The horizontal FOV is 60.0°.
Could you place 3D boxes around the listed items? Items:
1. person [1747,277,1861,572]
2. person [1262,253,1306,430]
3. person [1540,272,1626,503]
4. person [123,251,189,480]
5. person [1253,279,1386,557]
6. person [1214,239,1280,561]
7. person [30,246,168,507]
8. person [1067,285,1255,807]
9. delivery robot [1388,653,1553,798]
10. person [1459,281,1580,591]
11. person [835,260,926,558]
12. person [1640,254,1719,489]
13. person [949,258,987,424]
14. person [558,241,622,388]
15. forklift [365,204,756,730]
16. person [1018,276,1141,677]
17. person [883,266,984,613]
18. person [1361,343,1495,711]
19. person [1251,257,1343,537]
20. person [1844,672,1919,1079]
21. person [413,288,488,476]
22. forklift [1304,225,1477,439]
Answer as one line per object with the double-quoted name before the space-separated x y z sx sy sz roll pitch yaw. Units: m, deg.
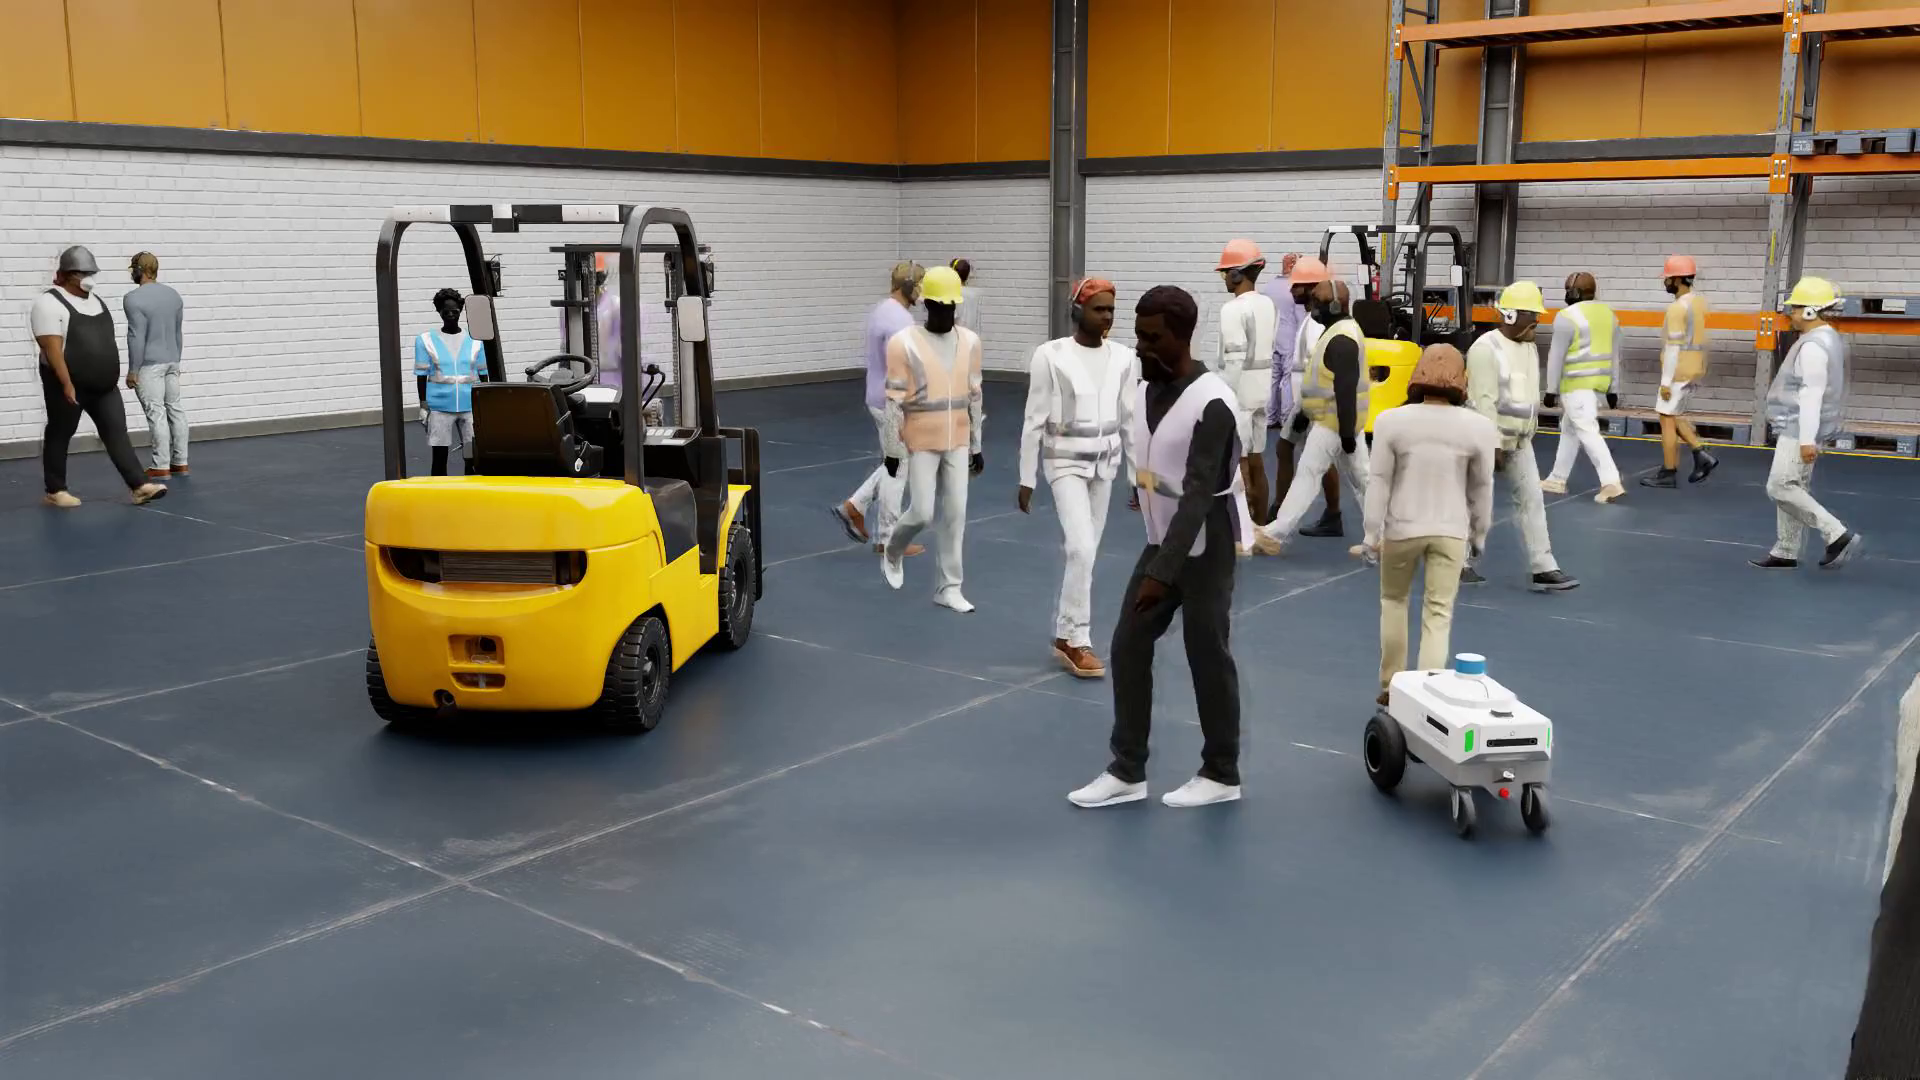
"person" 5.161 -0.676 10.070 0.536 1.817 0.598 7 13 35
"person" 3.513 -2.109 17.786 0.404 1.900 0.645 -6 12 -31
"person" 4.944 -1.203 13.077 0.624 1.801 0.950 -7 12 -32
"person" -6.862 -1.478 14.169 0.372 1.940 0.627 2 10 12
"person" 2.356 -0.760 10.641 1.000 1.785 0.627 3 11 18
"person" 1.782 -0.889 10.626 0.392 2.039 0.615 7 12 34
"person" -6.607 -1.244 12.593 1.025 2.000 0.689 4 11 20
"person" 0.714 0.060 5.819 0.768 1.880 0.595 -5 11 -26
"delivery robot" 1.815 0.651 5.952 0.477 0.478 0.707 -1 10 -8
"person" 3.200 -0.575 9.562 0.606 1.787 0.892 -7 12 -34
"person" -0.476 -0.834 10.685 0.555 1.908 0.707 -2 10 -9
"person" 5.880 -1.359 13.548 0.487 1.924 0.580 9 14 41
"person" 0.070 -1.935 16.959 0.491 1.856 0.521 9 13 39
"person" -2.347 -0.885 10.652 0.637 2.023 0.436 7 12 33
"forklift" -1.766 -0.406 7.525 1.214 2.155 2.313 1 10 7
"person" 0.627 -0.288 7.788 0.619 1.858 0.713 -6 12 -31
"person" -0.166 -0.565 9.229 0.583 1.901 0.652 -6 12 -31
"person" 1.949 -0.016 6.969 0.519 1.606 0.631 2 10 12
"person" 2.280 -0.961 11.371 0.822 1.909 0.583 1 10 7
"person" 1.319 0.765 2.085 0.445 1.820 0.523 -2 10 -10
"person" -3.606 -0.940 11.865 0.537 1.696 0.317 -5 11 -26
"forklift" 4.449 -2.115 16.993 1.214 2.155 2.313 8 13 38
